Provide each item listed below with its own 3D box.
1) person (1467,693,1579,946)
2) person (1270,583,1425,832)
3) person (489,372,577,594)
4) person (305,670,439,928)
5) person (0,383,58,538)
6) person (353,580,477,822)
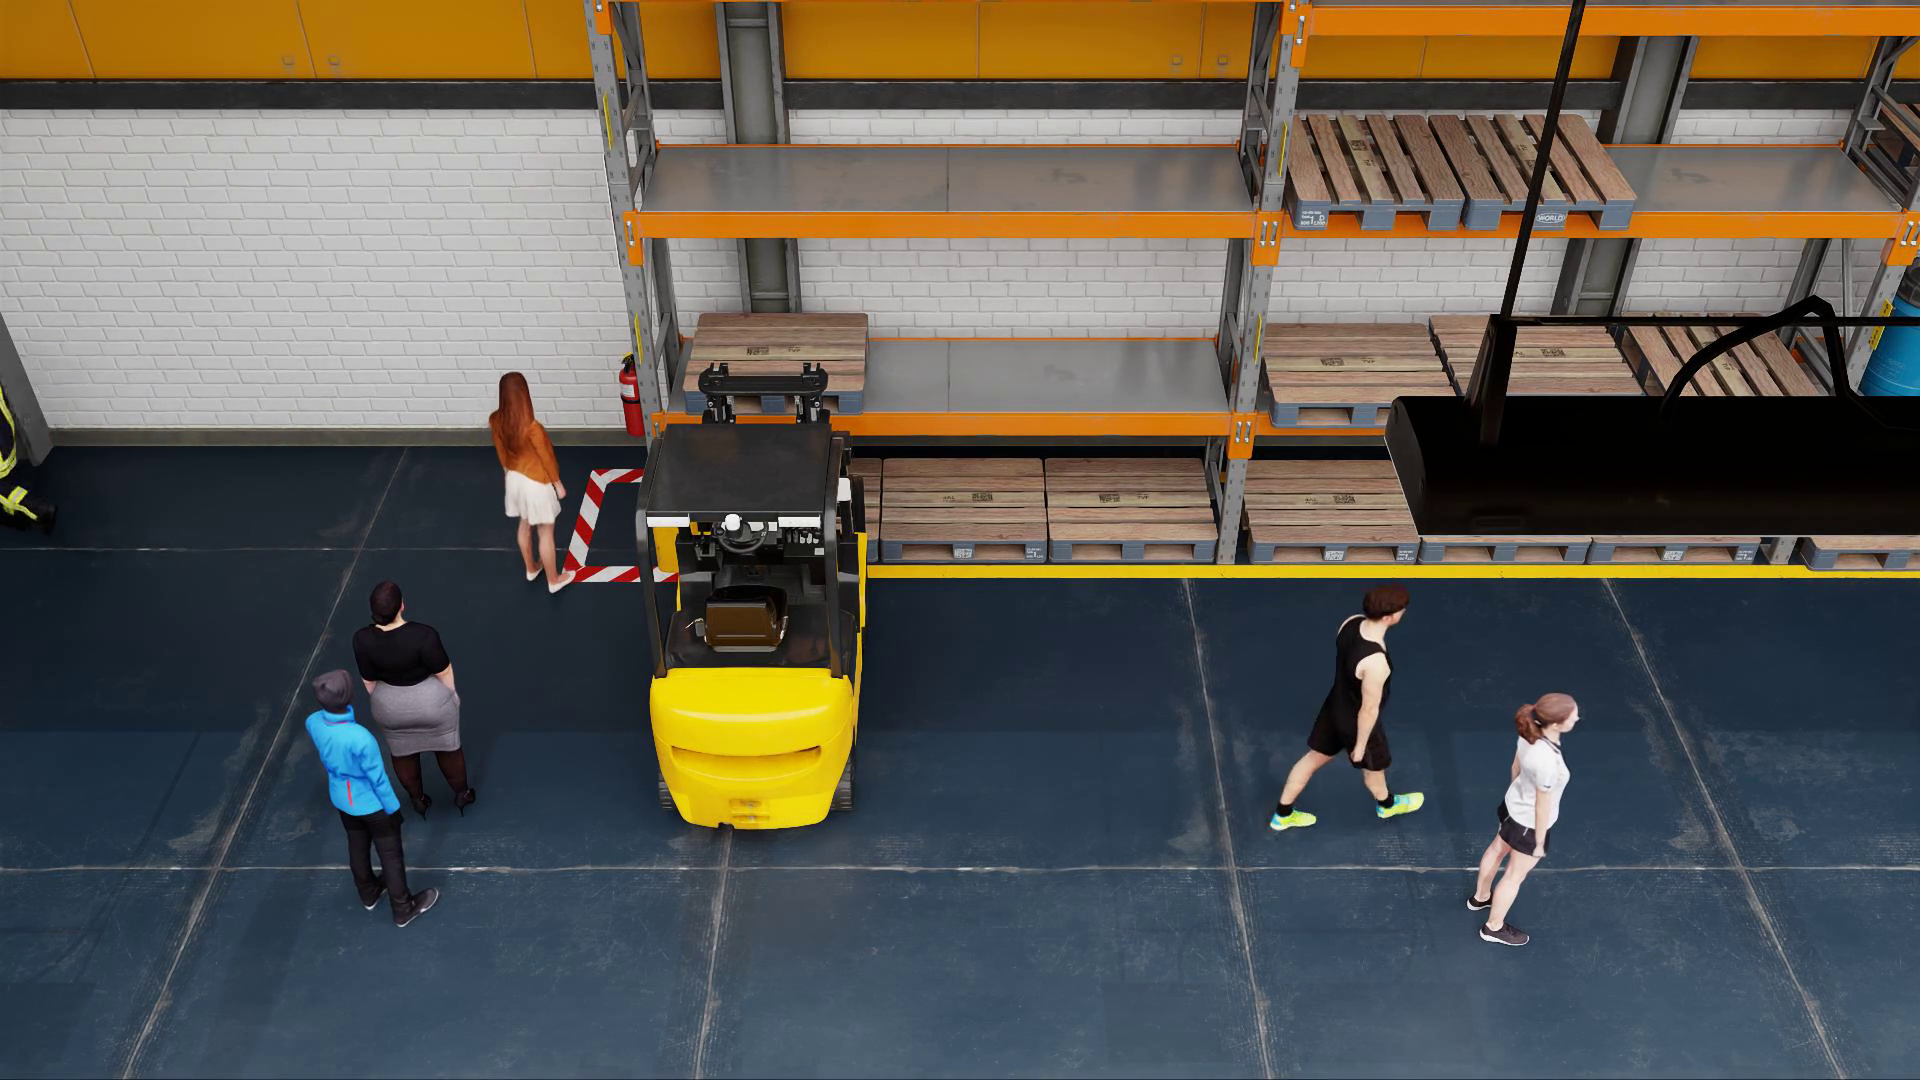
[{"bbox_3d":[3.044,1.487,8.971,0.565,1.752,0.562,-2,39,-2],"label":"person"},{"bbox_3d":[2.168,1.012,9.494,1.261,1.841,0.890,-9,39,-10],"label":"person"},{"bbox_3d":[-2.931,-0.369,11.323,0.664,1.718,0.774,19,42,22],"label":"person"},{"bbox_3d":[-3.256,1.411,9.032,0.632,1.795,0.746,18,42,21],"label":"person"},{"bbox_3d":[-6.842,-0.760,11.740,1.062,1.808,0.874,9,39,11],"label":"person"},{"bbox_3d":[-3.161,0.949,9.638,0.572,1.760,0.747,-3,39,-4],"label":"person"}]
